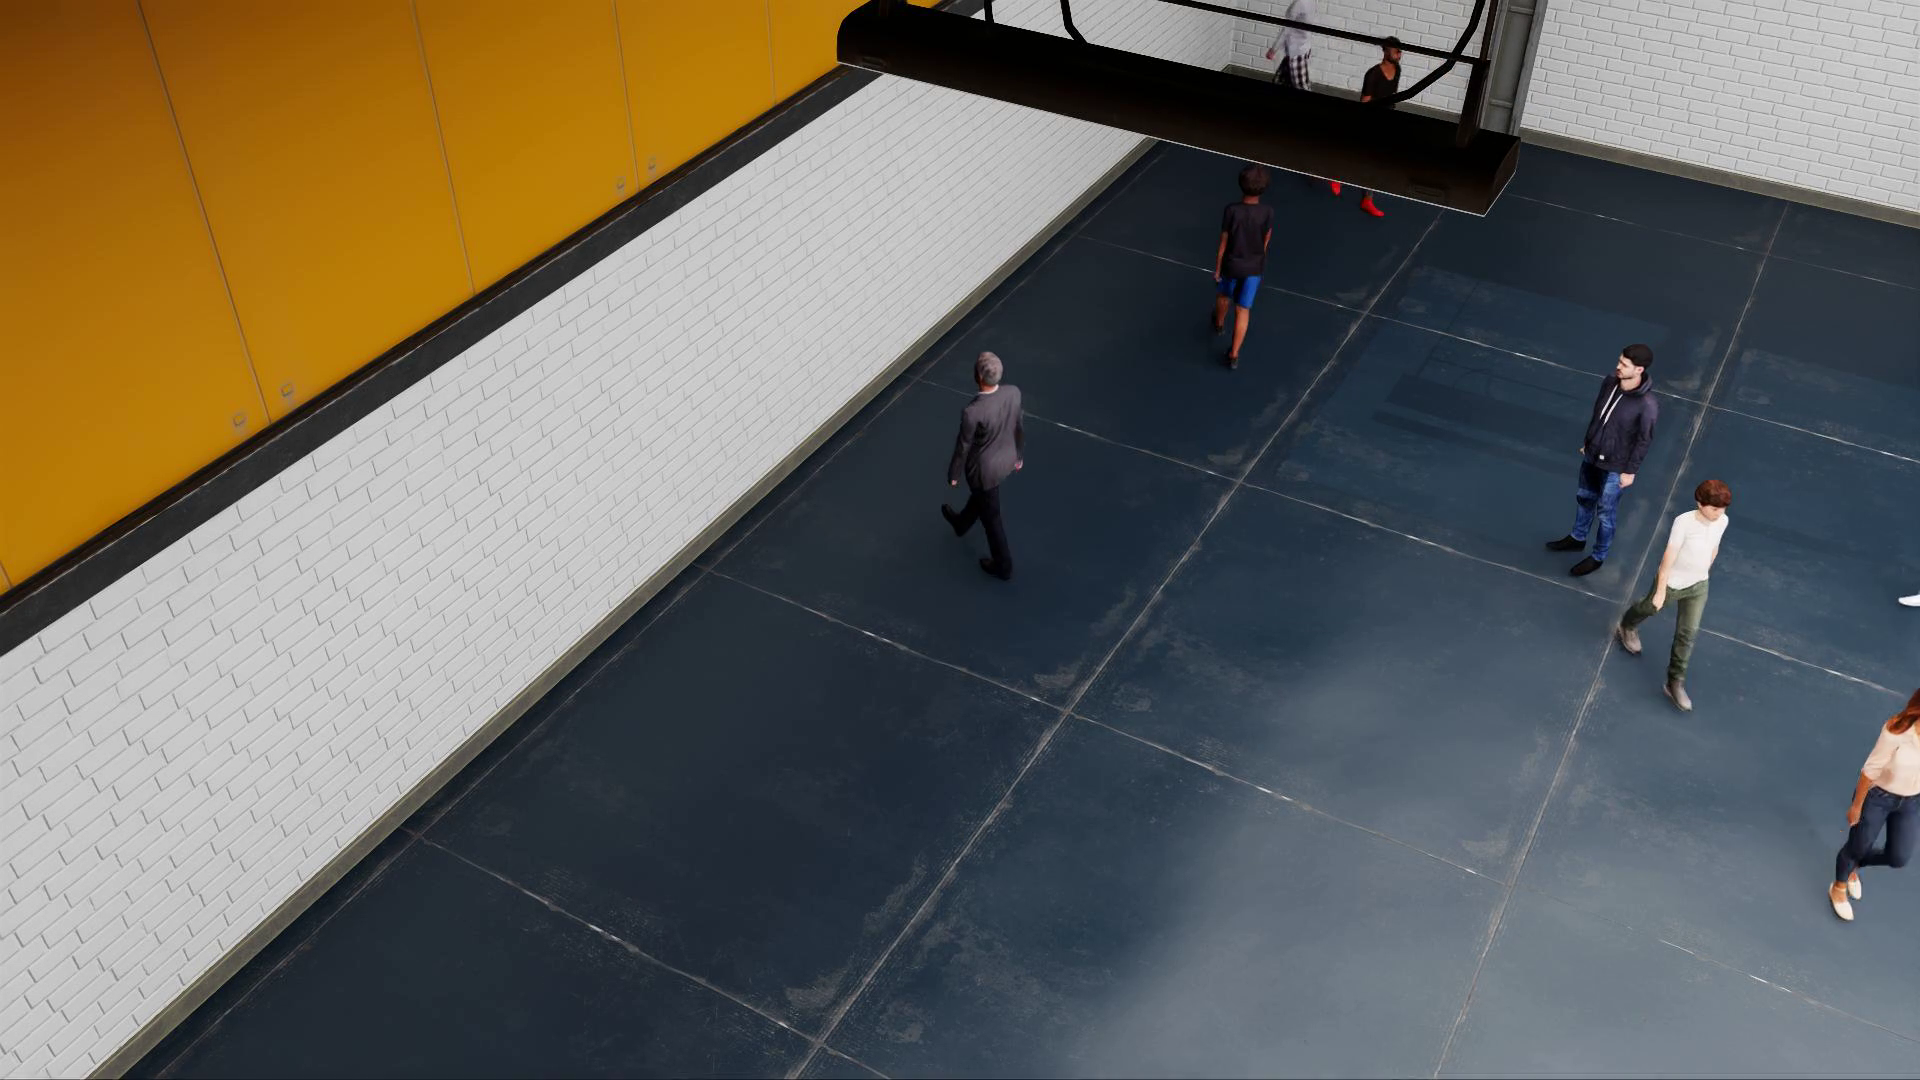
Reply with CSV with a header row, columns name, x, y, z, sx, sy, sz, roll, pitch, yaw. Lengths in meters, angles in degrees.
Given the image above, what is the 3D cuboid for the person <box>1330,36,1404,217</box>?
name,x,y,z,sx,sy,sz,roll,pitch,yaw
person,4.012,-4.094,16.342,0.912,1.786,1.062,-24,44,-27

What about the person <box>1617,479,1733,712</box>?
name,x,y,z,sx,sy,sz,roll,pitch,yaw
person,4.739,0.239,11.057,1.116,1.611,1.120,-7,39,-8

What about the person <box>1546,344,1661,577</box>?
name,x,y,z,sx,sy,sz,roll,pitch,yaw
person,4.650,-0.590,11.869,0.818,1.893,0.737,-13,40,-15

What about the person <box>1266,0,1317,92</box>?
name,x,y,z,sx,sy,sz,roll,pitch,yaw
person,3.650,-5.140,17.639,1.089,1.804,0.685,21,43,24

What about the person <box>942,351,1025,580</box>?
name,x,y,z,sx,sy,sz,roll,pitch,yaw
person,0.262,-0.487,11.808,1.163,1.809,0.912,30,48,32

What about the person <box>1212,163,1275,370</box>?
name,x,y,z,sx,sy,sz,roll,pitch,yaw
person,2.395,-2.265,14.074,1.044,1.759,0.933,3,39,3

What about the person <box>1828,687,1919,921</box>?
name,x,y,z,sx,sy,sz,roll,pitch,yaw
person,5.240,1.408,9.455,0.709,1.784,0.800,-1,39,-1
